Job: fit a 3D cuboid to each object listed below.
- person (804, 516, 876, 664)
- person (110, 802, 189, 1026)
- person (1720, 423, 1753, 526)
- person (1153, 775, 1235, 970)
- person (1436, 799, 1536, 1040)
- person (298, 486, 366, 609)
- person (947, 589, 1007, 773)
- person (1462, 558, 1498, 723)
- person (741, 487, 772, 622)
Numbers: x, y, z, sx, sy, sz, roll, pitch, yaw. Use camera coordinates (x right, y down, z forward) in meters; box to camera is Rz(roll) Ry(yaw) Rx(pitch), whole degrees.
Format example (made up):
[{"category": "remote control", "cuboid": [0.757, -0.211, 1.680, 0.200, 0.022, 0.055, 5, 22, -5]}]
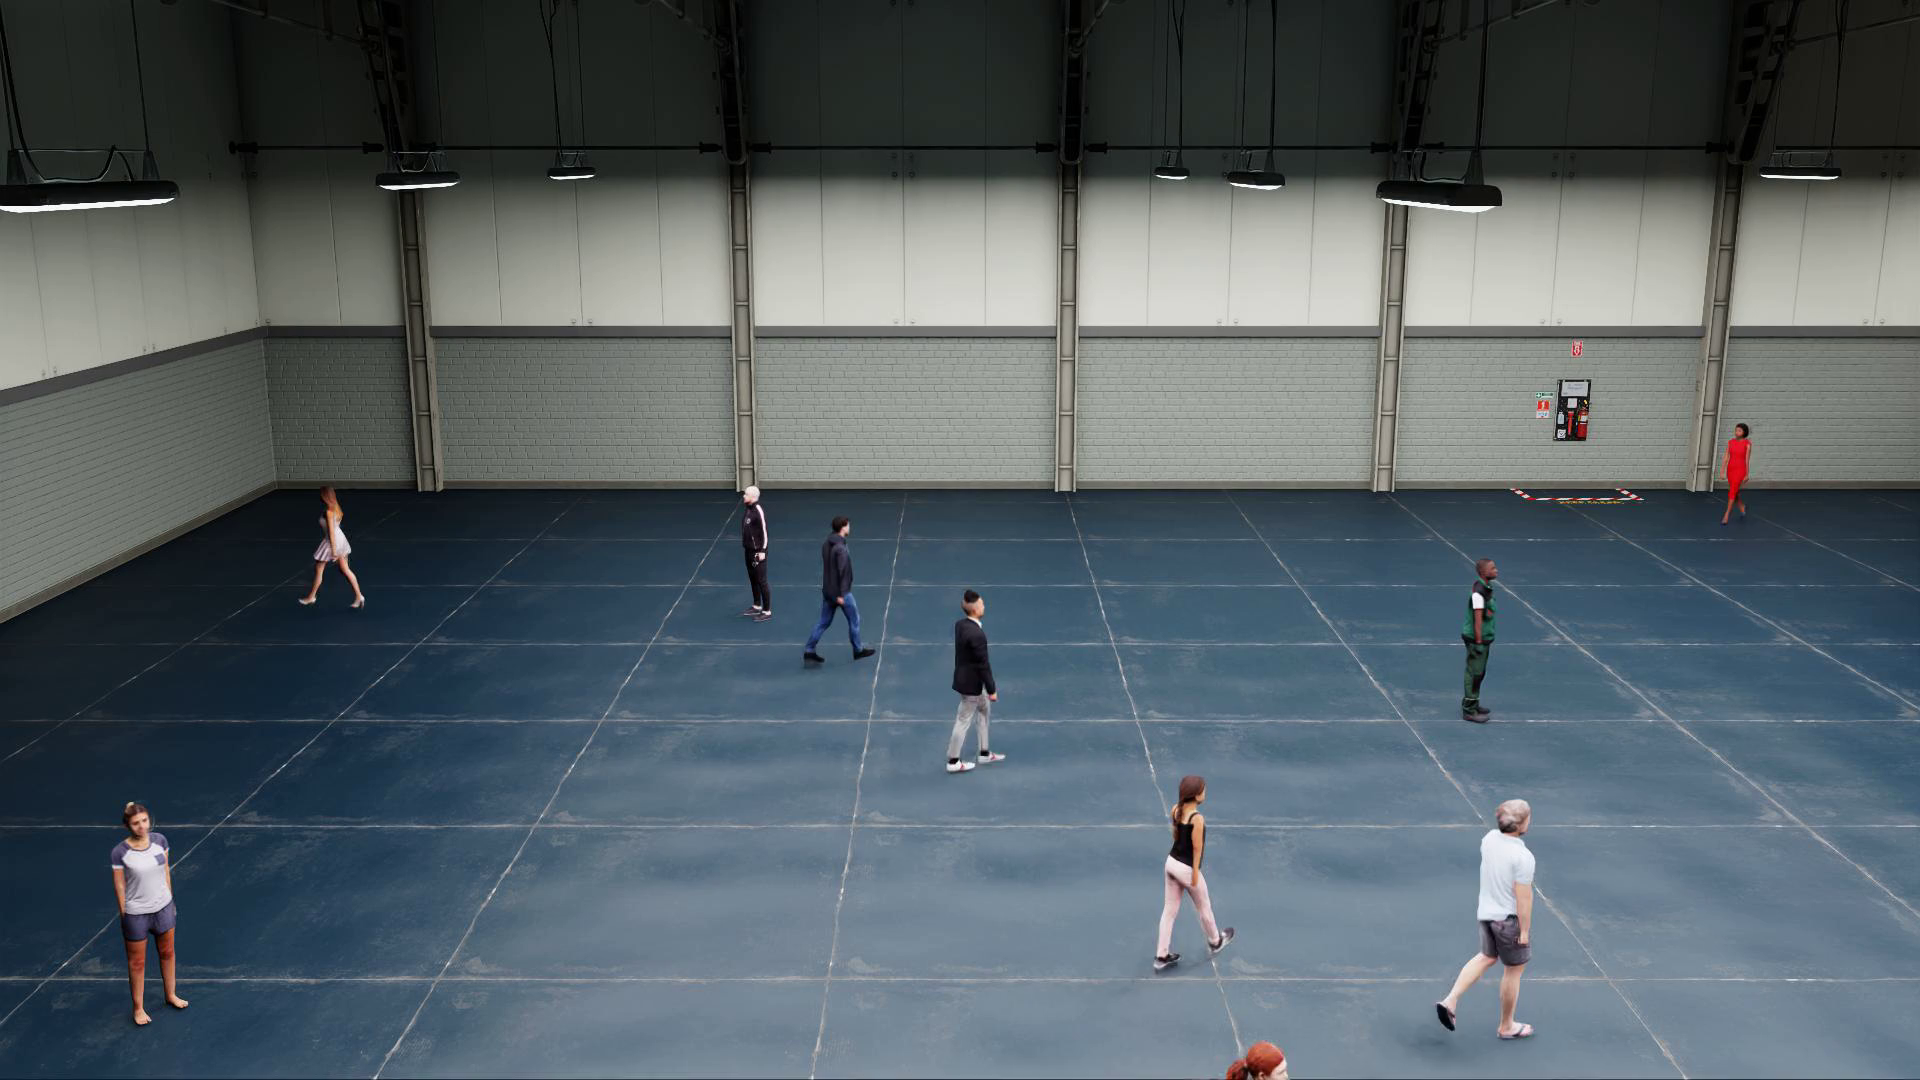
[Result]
[{"category": "person", "cuboid": [-1.604, 0.653, 20.440, 1.299, 1.847, 1.113, -8, 15, -32]}, {"category": "person", "cuboid": [-5.931, 2.693, 12.122, 0.708, 1.625, 0.671, 9, 16, 35]}, {"category": "person", "cuboid": [13.299, -1.119, 28.403, 1.159, 1.706, 1.010, -9, 16, -35]}, {"category": "person", "cuboid": [1.680, 2.582, 12.828, 1.015, 1.523, 0.895, -10, 17, -38]}, {"category": "person", "cuboid": [3.745, 2.688, 11.726, 1.082, 1.814, 0.888, -5, 14, -21]}, {"category": "person", "cuboid": [-8.530, 0.143, 22.932, 1.099, 1.716, 0.574, 0, 13, -1]}, {"category": "person", "cuboid": [0.014, 1.441, 16.864, 1.011, 1.925, 0.883, -4, 14, -17]}, {"category": "person", "cuboid": [5.783, 1.095, 18.548, 0.735, 1.839, 0.765, 5, 14, 20]}, {"category": "person", "cuboid": [-2.755, 0.170, 22.553, 0.759, 1.835, 0.768, -7, 15, -29]}]
